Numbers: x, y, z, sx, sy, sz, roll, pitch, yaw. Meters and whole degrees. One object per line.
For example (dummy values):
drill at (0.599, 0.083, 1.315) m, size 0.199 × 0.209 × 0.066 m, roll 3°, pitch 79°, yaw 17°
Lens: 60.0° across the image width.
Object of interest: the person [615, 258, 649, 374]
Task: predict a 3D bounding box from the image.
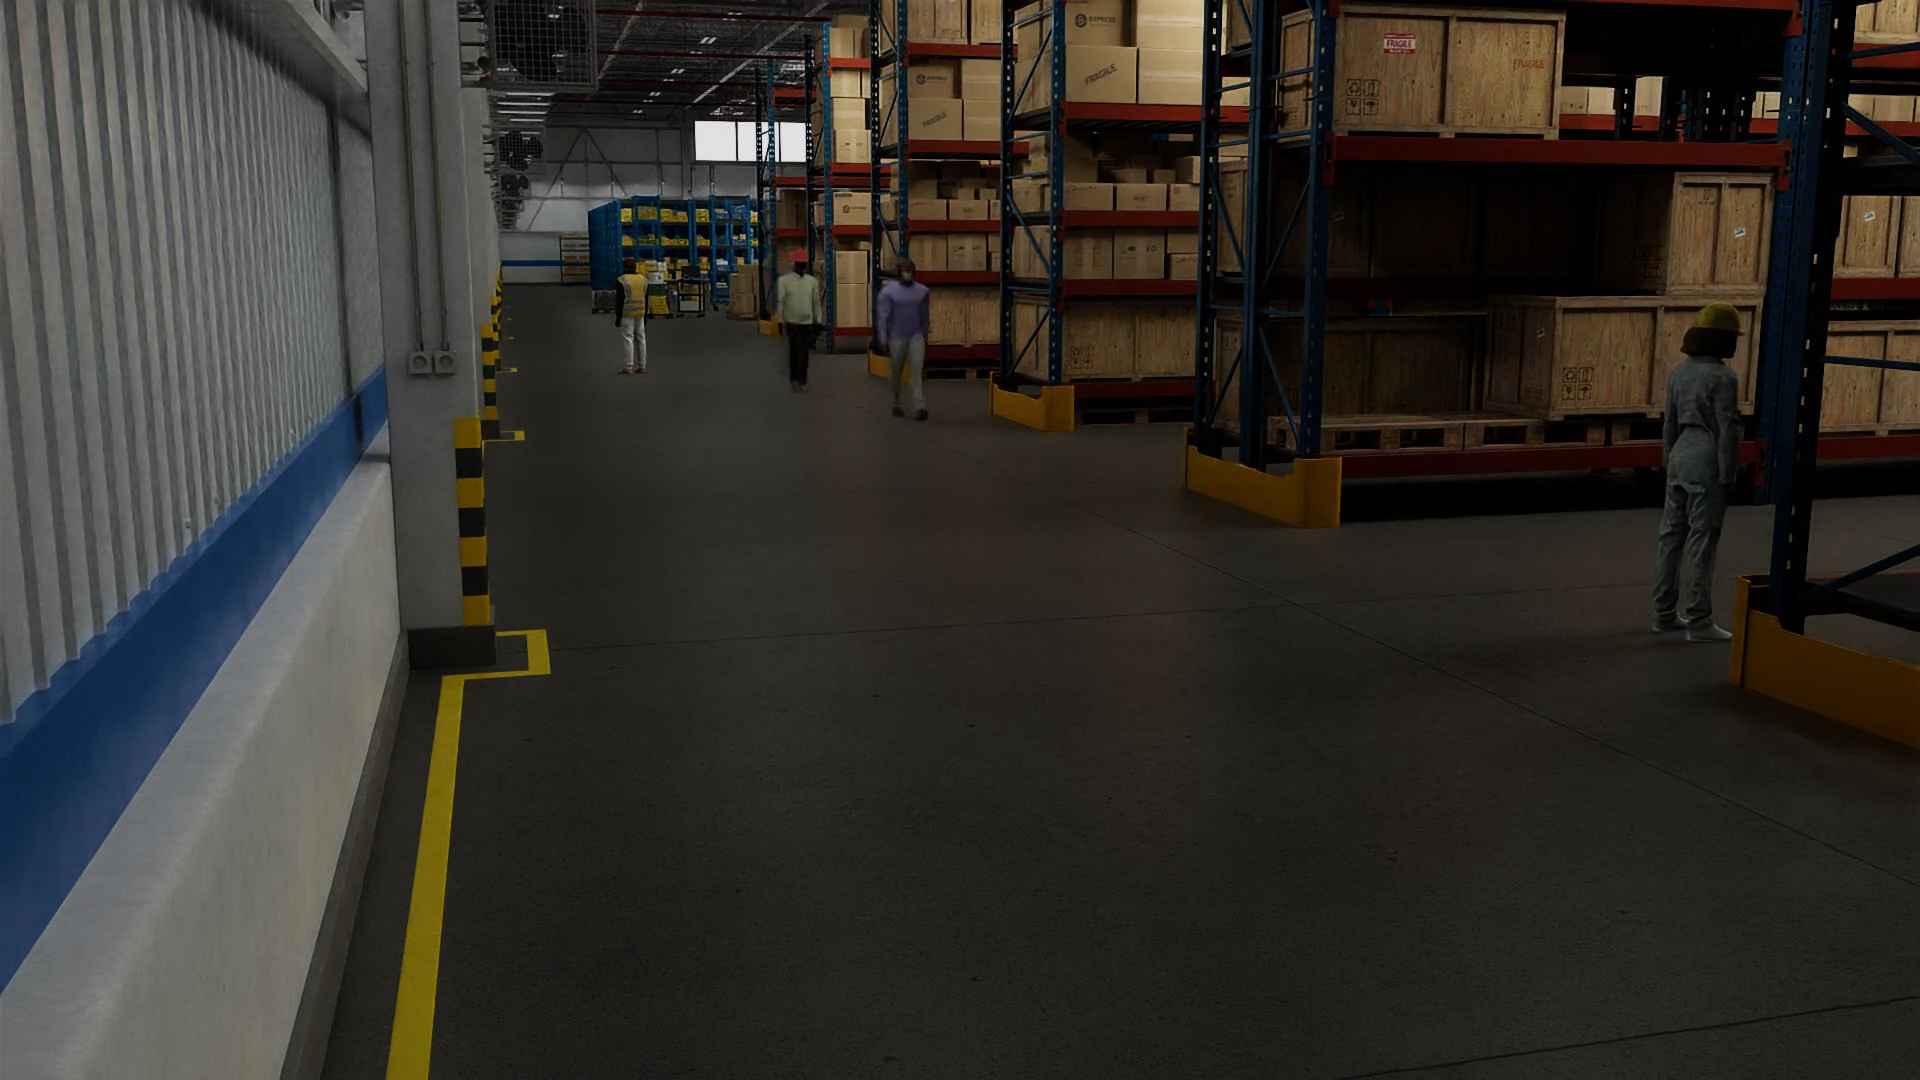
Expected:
person at (-5.223, -3.547, 26.402) m, size 0.429 × 1.843 × 0.633 m, roll 8°, pitch 13°, yaw 39°

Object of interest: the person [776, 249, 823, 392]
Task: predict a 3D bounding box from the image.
person at (-2.191, -3.022, 23.020) m, size 0.644 × 1.980 × 0.518 m, roll -5°, pitch 11°, yaw -27°

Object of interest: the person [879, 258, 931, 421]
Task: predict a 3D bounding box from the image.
person at (-0.637, -2.339, 19.446) m, size 0.655 × 1.881 × 1.043 m, roll -3°, pitch 11°, yaw -18°

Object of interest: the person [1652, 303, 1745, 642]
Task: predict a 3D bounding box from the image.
person at (3.836, -0.348, 8.586) m, size 0.311 × 1.736 × 0.483 m, roll -3°, pitch 10°, yaw -16°
